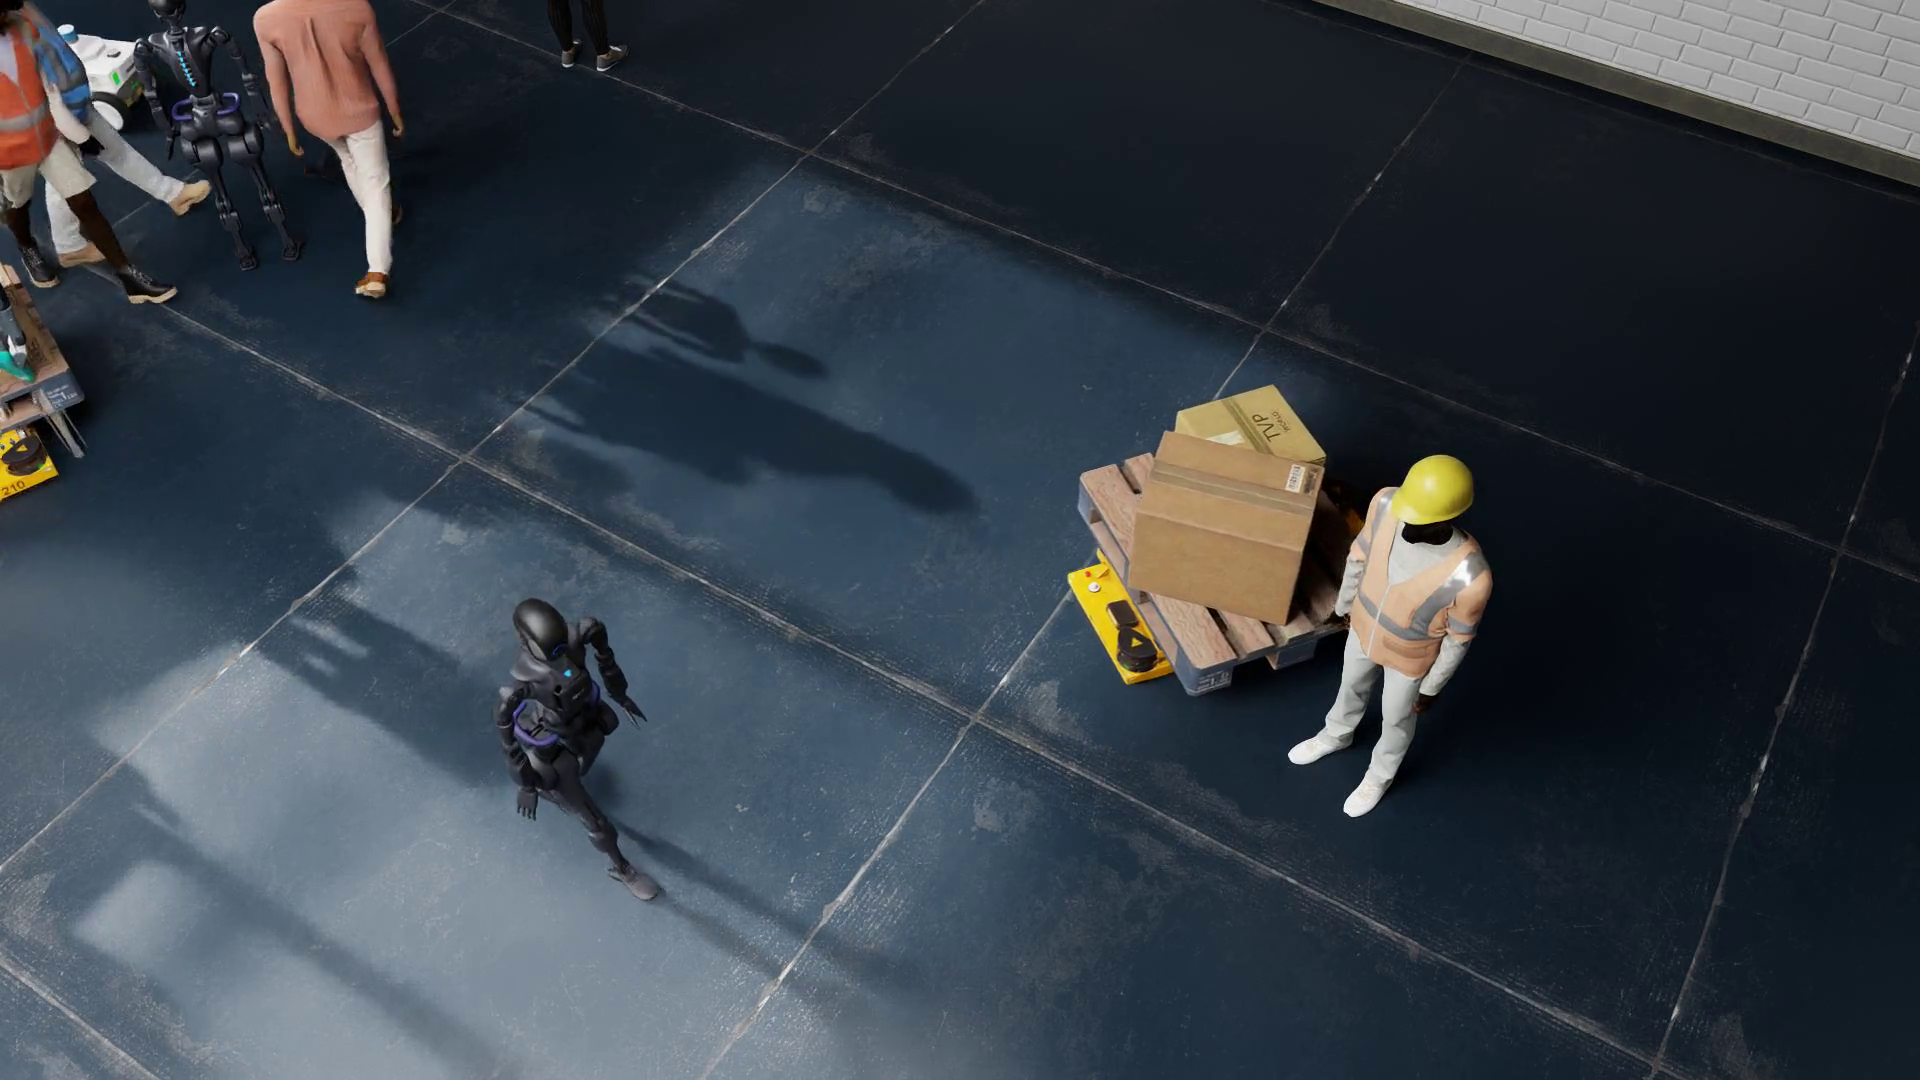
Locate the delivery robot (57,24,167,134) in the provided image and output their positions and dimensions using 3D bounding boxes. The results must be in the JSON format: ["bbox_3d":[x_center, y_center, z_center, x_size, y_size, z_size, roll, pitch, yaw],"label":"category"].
[{"bbox_3d":[-5.287,-2.832,10.112,0.783,0.611,0.499,8,49,7],"label":"delivery robot"}]

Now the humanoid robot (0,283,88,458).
[{"bbox_3d":[-4.610,-0.987,7.728,0.543,1.833,0.658,-17,51,-15],"label":"humanoid robot"}]

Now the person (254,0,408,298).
[{"bbox_3d":[-3.210,-2.176,8.611,0.639,1.934,0.944,-4,49,-3],"label":"person"}]

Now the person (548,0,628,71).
[{"bbox_3d":[-2.379,-3.643,10.009,0.753,1.759,0.422,11,50,10],"label":"person"}]

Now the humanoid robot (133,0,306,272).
[{"bbox_3d":[-3.926,-2.169,8.767,0.599,1.657,0.315,-11,50,-10],"label":"humanoid robot"}]

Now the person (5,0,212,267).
[{"bbox_3d":[-4.675,-2.300,8.818,0.919,1.793,0.650,-17,51,-14],"label":"person"}]

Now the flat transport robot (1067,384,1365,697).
[{"bbox_3d":[1.282,0.175,7.663,1.431,0.231,0.659,-17,51,-14],"label":"flat transport robot"}]

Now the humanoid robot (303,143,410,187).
[{"bbox_3d":[-3.570,-2.730,9.272,0.560,1.645,0.609,-8,49,-7],"label":"humanoid robot"}]

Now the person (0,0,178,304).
[{"bbox_3d":[-4.791,-2.021,8.497,1.012,1.905,0.689,25,53,20],"label":"person"}]

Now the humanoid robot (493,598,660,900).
[{"bbox_3d":[-1.503,0.713,6.301,0.785,1.635,0.613,29,55,23],"label":"humanoid robot"}]

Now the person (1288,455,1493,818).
[{"bbox_3d":[1.663,0.372,6.390,0.360,1.927,0.586,-28,55,-23],"label":"person"}]

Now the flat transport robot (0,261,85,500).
[{"bbox_3d":[-5.125,-0.656,8.389,0.659,0.231,1.431,-29,55,-23],"label":"flat transport robot"}]
